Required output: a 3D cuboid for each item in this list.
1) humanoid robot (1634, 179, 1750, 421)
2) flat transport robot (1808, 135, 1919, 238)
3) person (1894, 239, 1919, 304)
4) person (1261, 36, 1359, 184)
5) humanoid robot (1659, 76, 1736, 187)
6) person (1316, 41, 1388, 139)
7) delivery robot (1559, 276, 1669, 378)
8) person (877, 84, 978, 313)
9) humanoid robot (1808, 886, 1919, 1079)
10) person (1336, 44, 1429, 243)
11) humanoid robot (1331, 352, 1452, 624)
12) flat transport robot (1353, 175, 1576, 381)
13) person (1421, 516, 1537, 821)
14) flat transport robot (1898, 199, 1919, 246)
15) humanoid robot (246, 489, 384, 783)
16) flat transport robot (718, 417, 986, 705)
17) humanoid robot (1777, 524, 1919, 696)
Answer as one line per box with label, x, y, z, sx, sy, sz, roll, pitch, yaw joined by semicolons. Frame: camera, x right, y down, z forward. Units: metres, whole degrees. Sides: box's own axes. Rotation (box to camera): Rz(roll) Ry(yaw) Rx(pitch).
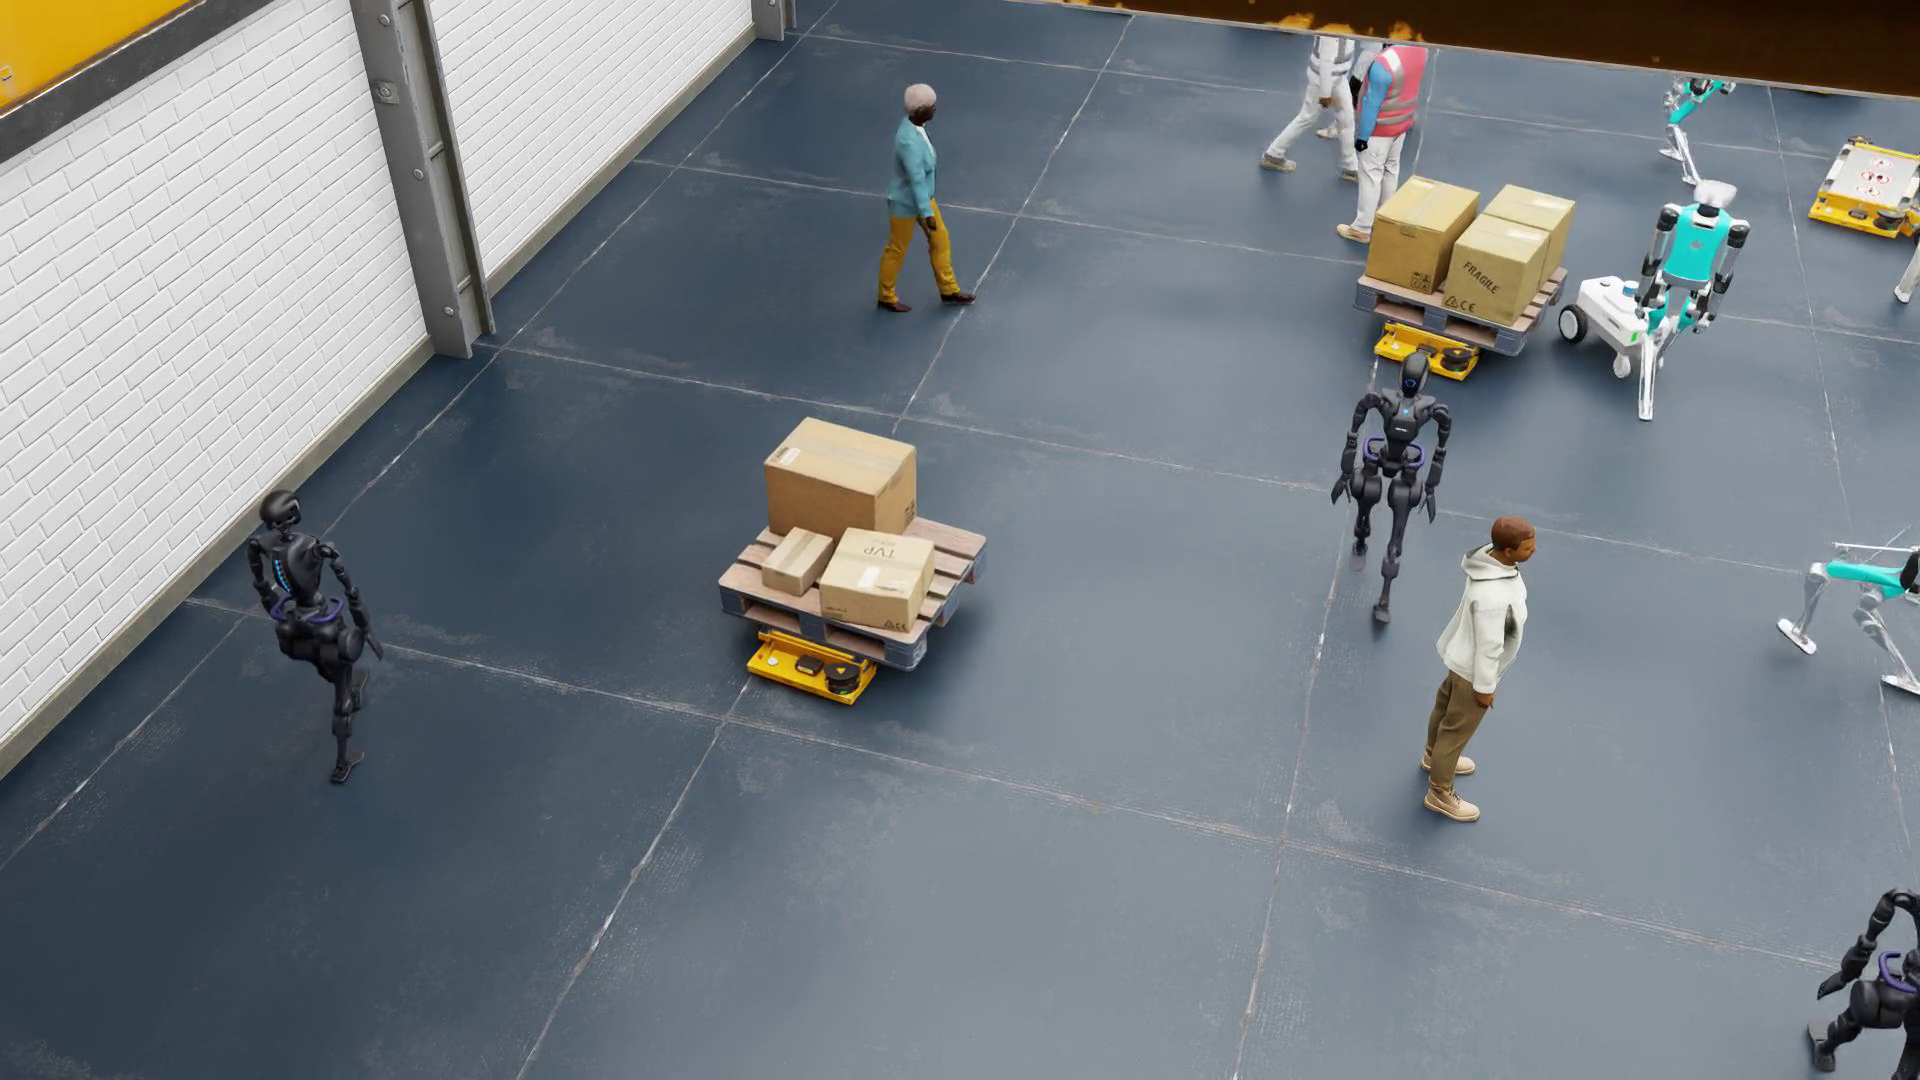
humanoid robot;4.746;-1.656;10.926;0.548;1.790;0.937;17;42;20
flat transport robot;7.463;-2.902;13.614;0.659;0.231;1.431;23;44;25
person;7.166;-2.411;11.907;0.516;1.640;0.306;17;42;20
person;2.965;-3.770;13.449;0.947;1.836;0.617;18;42;21
humanoid robot;6.017;-3.806;13.573;0.546;1.774;0.806;-22;44;-25
person;3.576;-4.224;14.146;0.832;1.660;0.537;2;39;2
delivery robot;4.641;-1.550;11.702;0.499;0.592;0.774;-11;40;-13
person;-0.231;-2.375;11.797;0.834;1.717;0.538;8;39;10
humanoid robot;3.828;1.805;6.673;0.610;1.622;0.785;8;40;10
person;3.227;-3.171;12.704;0.614;1.835;0.429;-32;49;-33
humanoid robot;2.404;-0.341;9.336;0.589;1.622;0.788;9;40;11
flat transport robot;3.589;-1.632;12.034;0.659;0.231;1.431;23;44;26
person;2.487;0.597;8.067;0.373;1.767;0.520;7;39;9
flat transport robot;7.894;-2.240;12.791;0.659;0.231;1.431;-9;40;-11
humanoid robot;-3.217;0.404;8.403;0.584;1.624;0.752;6;39;7
flat transport robot;-0.585;0.353;9.565;0.659;0.231;1.431;16;42;19
humanoid robot;4.910;0.024;8.840;1.019;1.773;0.534;27;46;29
